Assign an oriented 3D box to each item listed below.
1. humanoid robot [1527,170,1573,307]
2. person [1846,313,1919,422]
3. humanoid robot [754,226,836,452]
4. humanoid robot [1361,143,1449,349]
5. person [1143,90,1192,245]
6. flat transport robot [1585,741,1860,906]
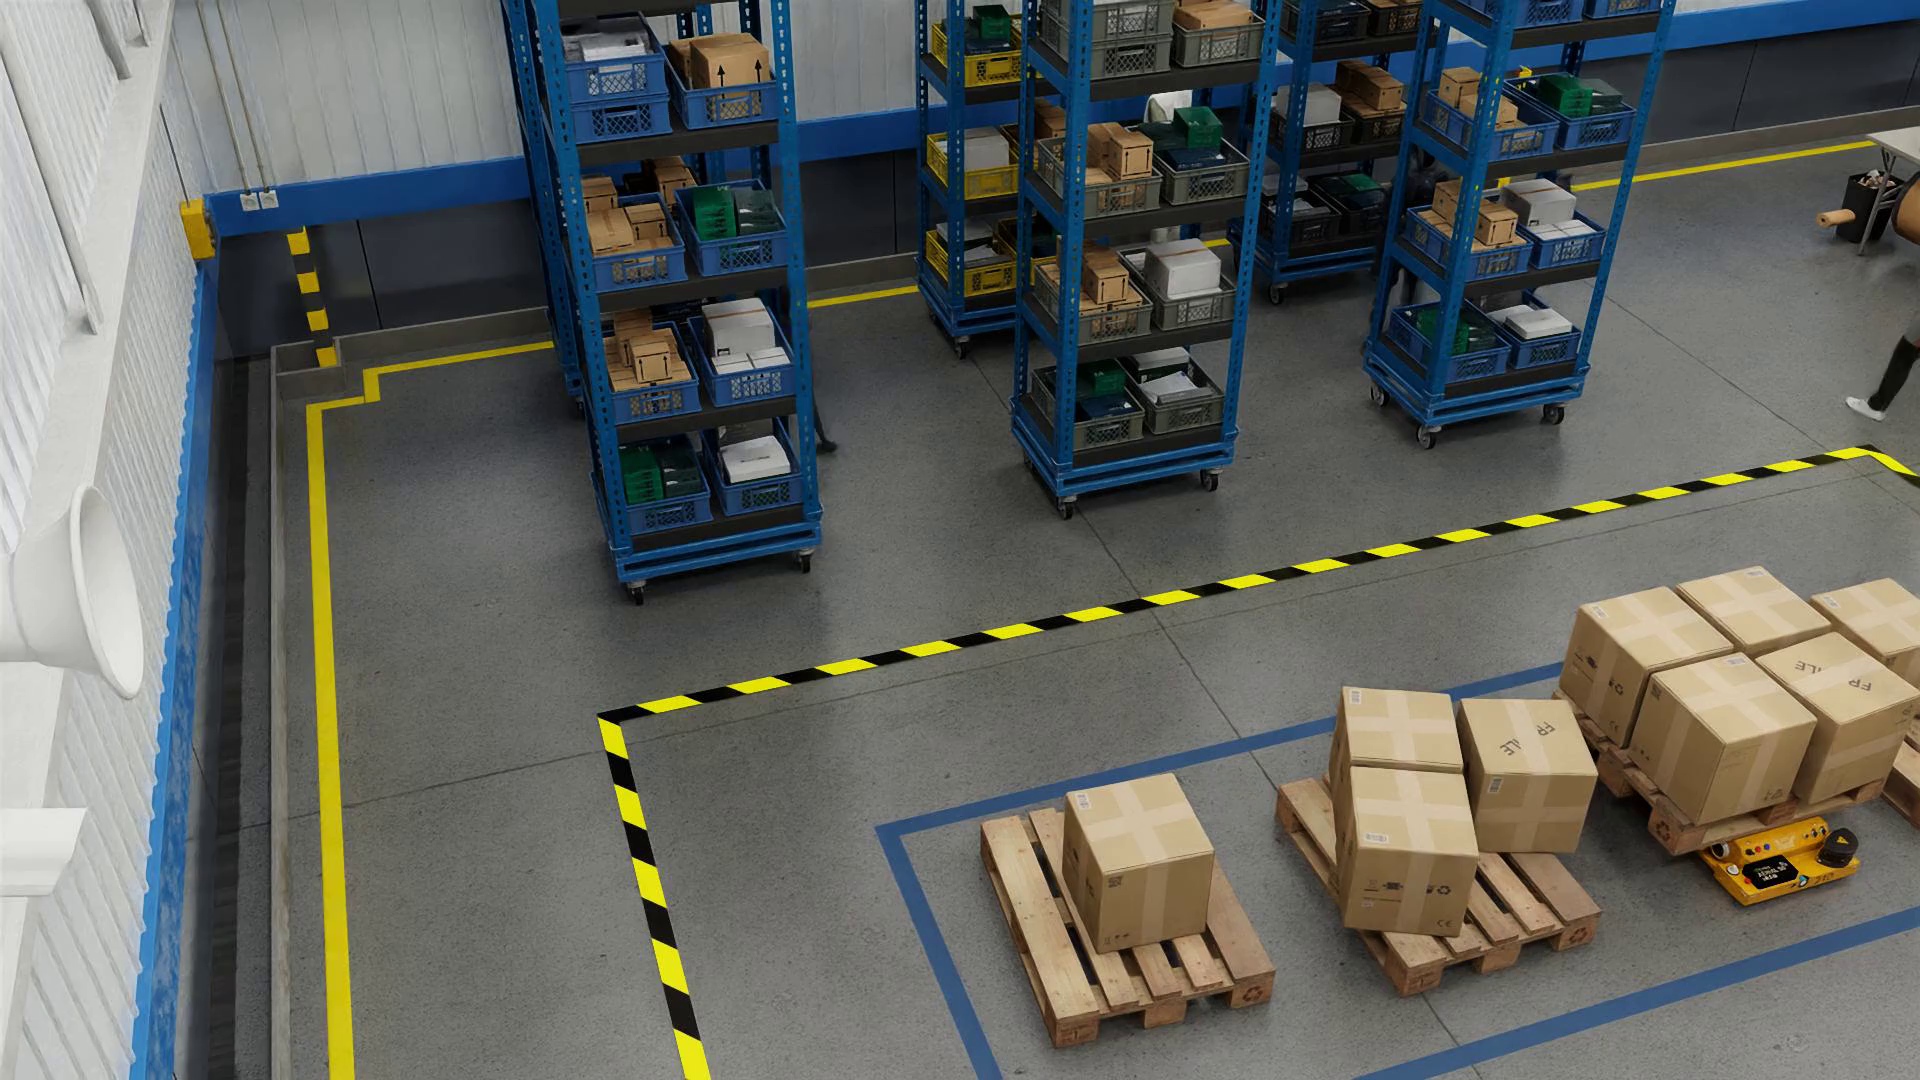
[{"bbox_3d":[4.042,-2.025,11.704,0.327,1.659,0.589,9,36,12],"label":"humanoid robot"},{"bbox_3d":[6.448,-1.472,10.798,0.594,1.831,0.786,-11,37,-15],"label":"person"},{"bbox_3d":[-1.155,-1.267,10.643,0.637,1.637,0.588,2,35,3],"label":"humanoid robot"},{"bbox_3d":[3.162,-2.076,11.769,0.596,1.663,0.320,-15,38,-20],"label":"humanoid robot"},{"bbox_3d":[1.590,-2.936,12.850,0.373,1.842,0.568,19,39,24],"label":"person"},{"bbox_3d":[3.738,1.188,8.347,0.652,0.197,1.431,-11,37,-15],"label":"flat transport robot"}]
